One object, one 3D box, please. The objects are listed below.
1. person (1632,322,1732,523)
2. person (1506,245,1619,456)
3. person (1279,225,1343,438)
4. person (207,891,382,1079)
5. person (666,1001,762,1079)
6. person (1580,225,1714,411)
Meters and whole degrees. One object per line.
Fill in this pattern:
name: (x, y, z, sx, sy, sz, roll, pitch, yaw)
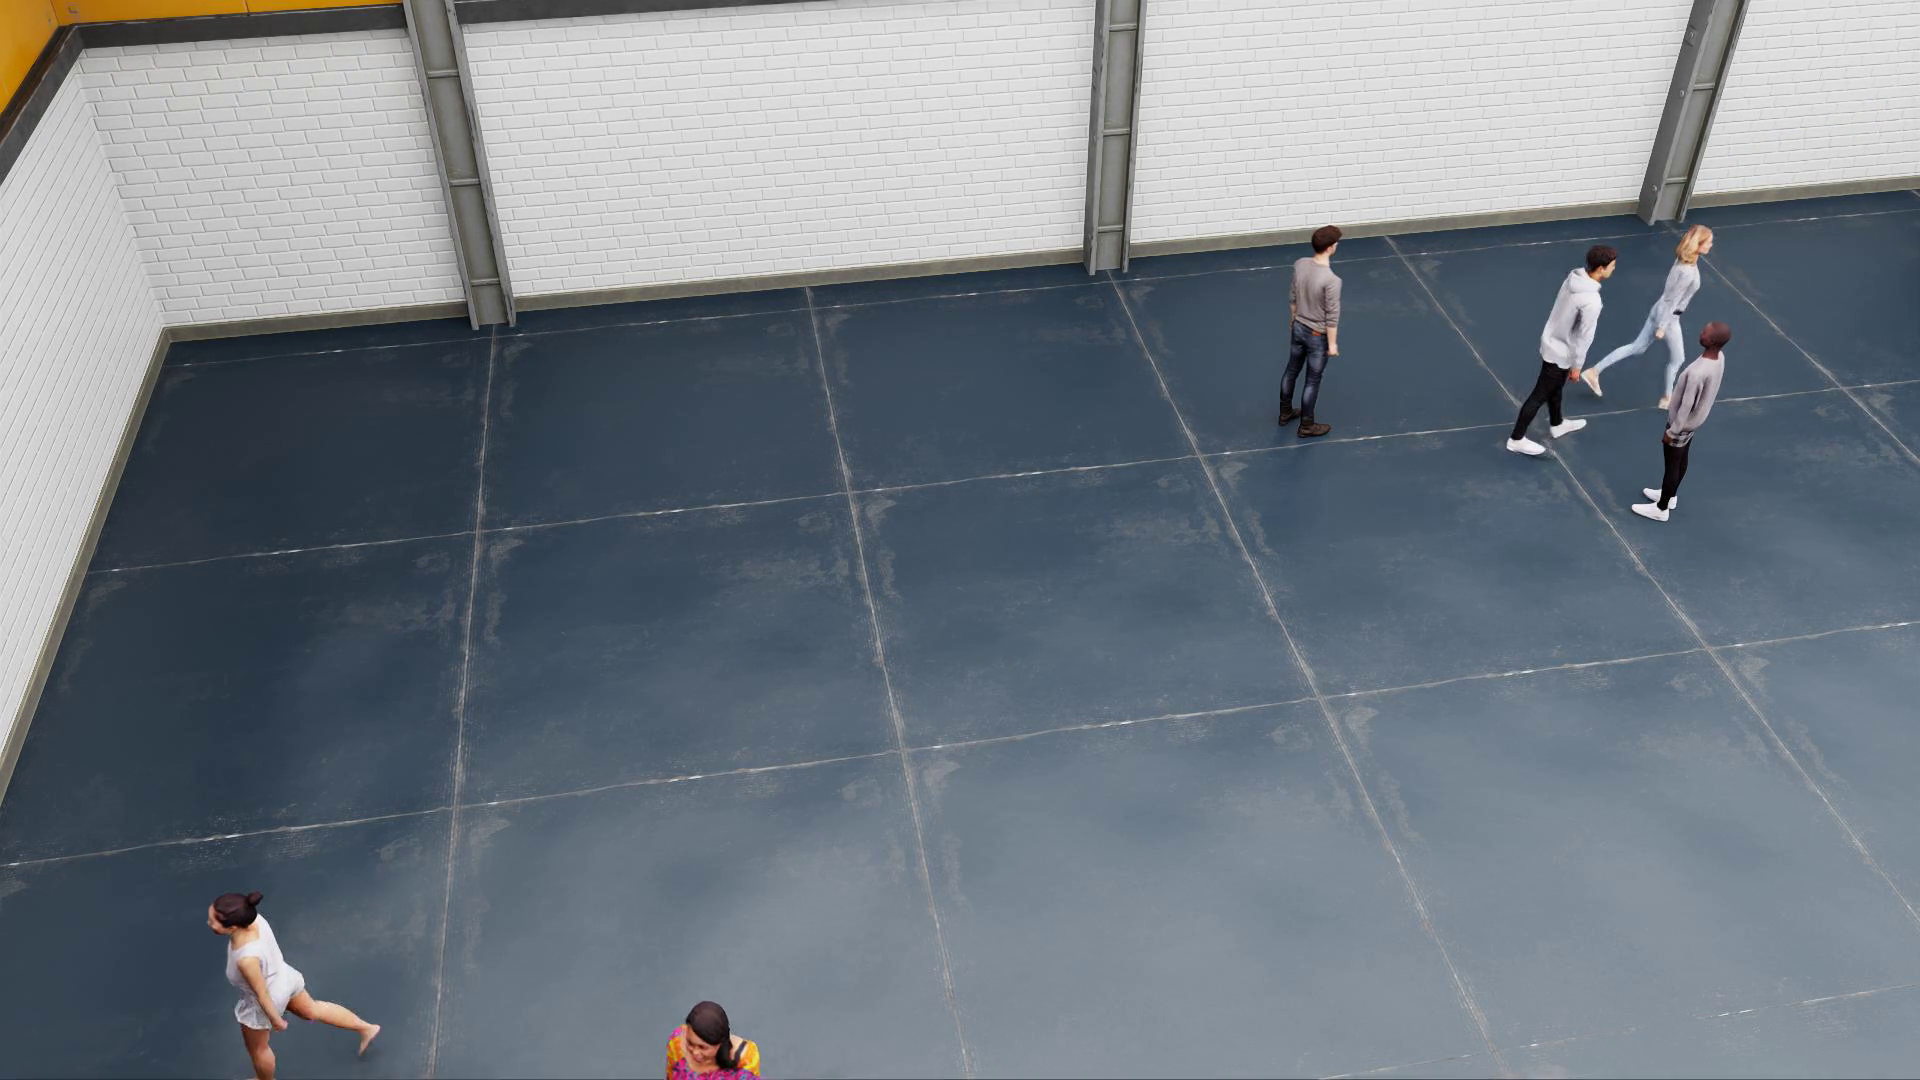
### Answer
person: (5.694, -0.935, 13.003, 0.755, 1.772, 0.682, 27, 46, 29)
person: (4.881, -1.558, 13.687, 0.992, 1.892, 0.788, 1, 39, 1)
person: (2.935, -1.744, 13.910, 0.730, 1.905, 0.772, -22, 44, -25)
person: (-3.647, 2.411, 8.969, 1.040, 1.579, 0.593, -9, 39, -10)
person: (-1.191, 2.816, 8.403, 1.180, 1.653, 1.080, 13, 40, 15)
person: (5.934, -1.891, 14.214, 1.263, 1.755, 1.005, 12, 40, 14)
